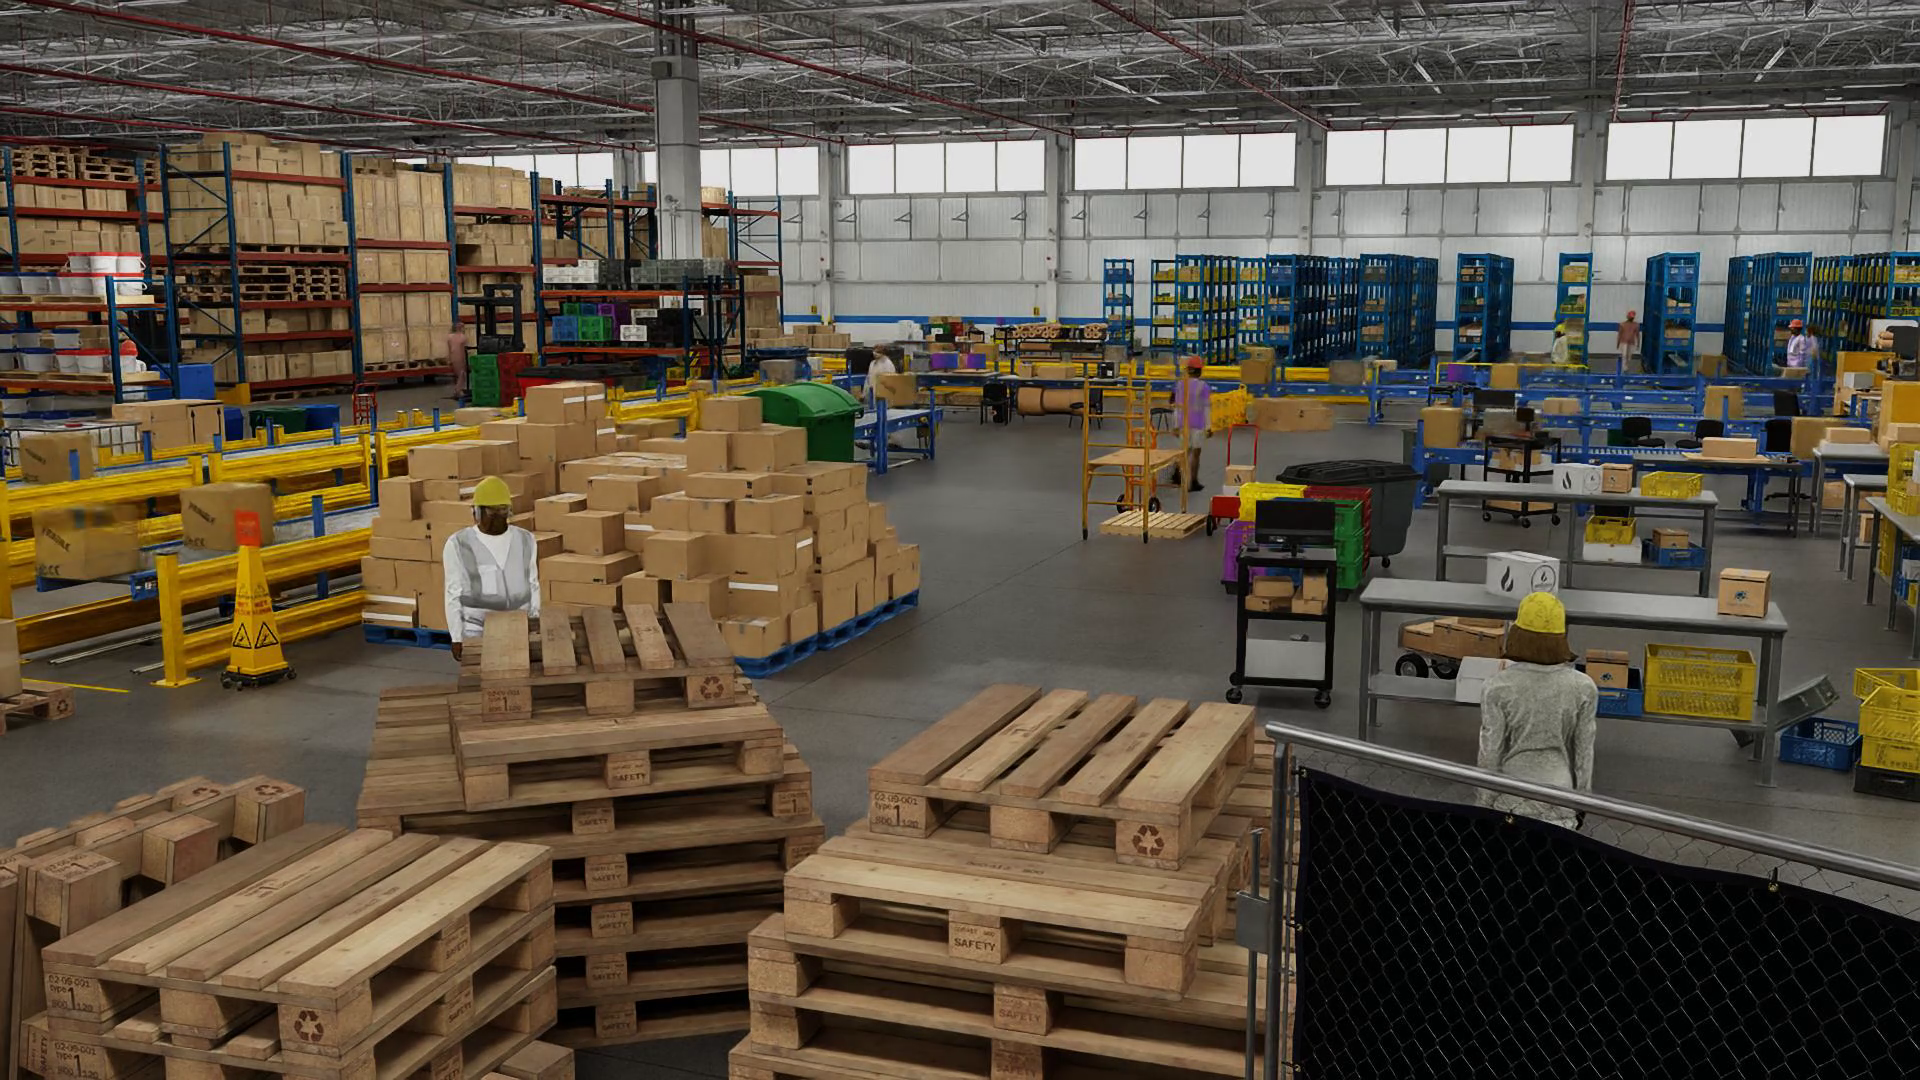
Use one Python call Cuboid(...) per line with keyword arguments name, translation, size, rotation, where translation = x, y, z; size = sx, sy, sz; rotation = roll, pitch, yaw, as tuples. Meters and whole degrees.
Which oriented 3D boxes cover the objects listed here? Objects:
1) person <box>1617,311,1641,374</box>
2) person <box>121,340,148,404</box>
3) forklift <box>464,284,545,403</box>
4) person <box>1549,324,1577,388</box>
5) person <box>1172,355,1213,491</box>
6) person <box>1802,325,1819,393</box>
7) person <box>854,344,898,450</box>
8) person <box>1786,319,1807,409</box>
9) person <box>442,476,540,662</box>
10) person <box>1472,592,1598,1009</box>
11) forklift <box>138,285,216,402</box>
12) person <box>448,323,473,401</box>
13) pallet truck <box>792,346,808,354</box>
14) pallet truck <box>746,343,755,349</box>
Cuboid(name="person", translation=(20.428, -6.005, 50.722), size=(0.628, 1.938, 1.017), rotation=(1, 9, 5))
Cuboid(name="person", translation=(-14.103, -2.436, 28.332), size=(0.543, 1.940, 0.361), rotation=(-9, 13, -44))
Cuboid(name="forklift", translation=(-10.832, -4.702, 39.610), size=(1.129, 2.768, 1.873), rotation=(3, 10, 20))
Cuboid(name="person", translation=(15.326, -4.597, 42.349), size=(0.841, 1.801, 0.590), rotation=(1, 9, 9))
Cuboid(name="person", translation=(3.260, -1.626, 23.306), size=(0.559, 1.925, 0.478), rotation=(8, 12, 41))
Cuboid(name="person", translation=(20.489, -4.284, 40.256), size=(0.547, 1.825, 0.585), rotation=(3, 9, 18))
Cuboid(name="person", translation=(-1.467, -2.463, 28.752), size=(1.020, 1.842, 0.670), rotation=(-5, 10, -30))
Cuboid(name="person", translation=(18.885, -3.975, 37.665), size=(0.377, 2.045, 0.605), rotation=(0, 9, 0))
Cuboid(name="person", translation=(-2.797, 0.529, 10.036), size=(0.590, 1.837, 0.404), rotation=(-7, 11, -36))
Cuboid(name="person", translation=(2.364, 1.075, 6.898), size=(0.493, 1.743, 0.300), rotation=(0, 9, -3))
Cuboid(name="forklift", translation=(-17.480, -4.200, 36.461), size=(1.873, 2.768, 1.129), rotation=(3, 10, 19))
Cuboid(name="person", translation=(-12.062, -4.331, 40.419), size=(0.675, 1.878, 0.789), rotation=(5, 10, 30))
Cuboid(name="pallet truck", translation=(-3.705, -4.298, 42.022), size=(0.653, 1.274, 1.630), rotation=(3, 10, 20))
Cuboid(name="pallet truck", translation=(-6.183, -4.618, 44.264), size=(1.601, 1.201, 0.680), rotation=(-9, 12, -43))
